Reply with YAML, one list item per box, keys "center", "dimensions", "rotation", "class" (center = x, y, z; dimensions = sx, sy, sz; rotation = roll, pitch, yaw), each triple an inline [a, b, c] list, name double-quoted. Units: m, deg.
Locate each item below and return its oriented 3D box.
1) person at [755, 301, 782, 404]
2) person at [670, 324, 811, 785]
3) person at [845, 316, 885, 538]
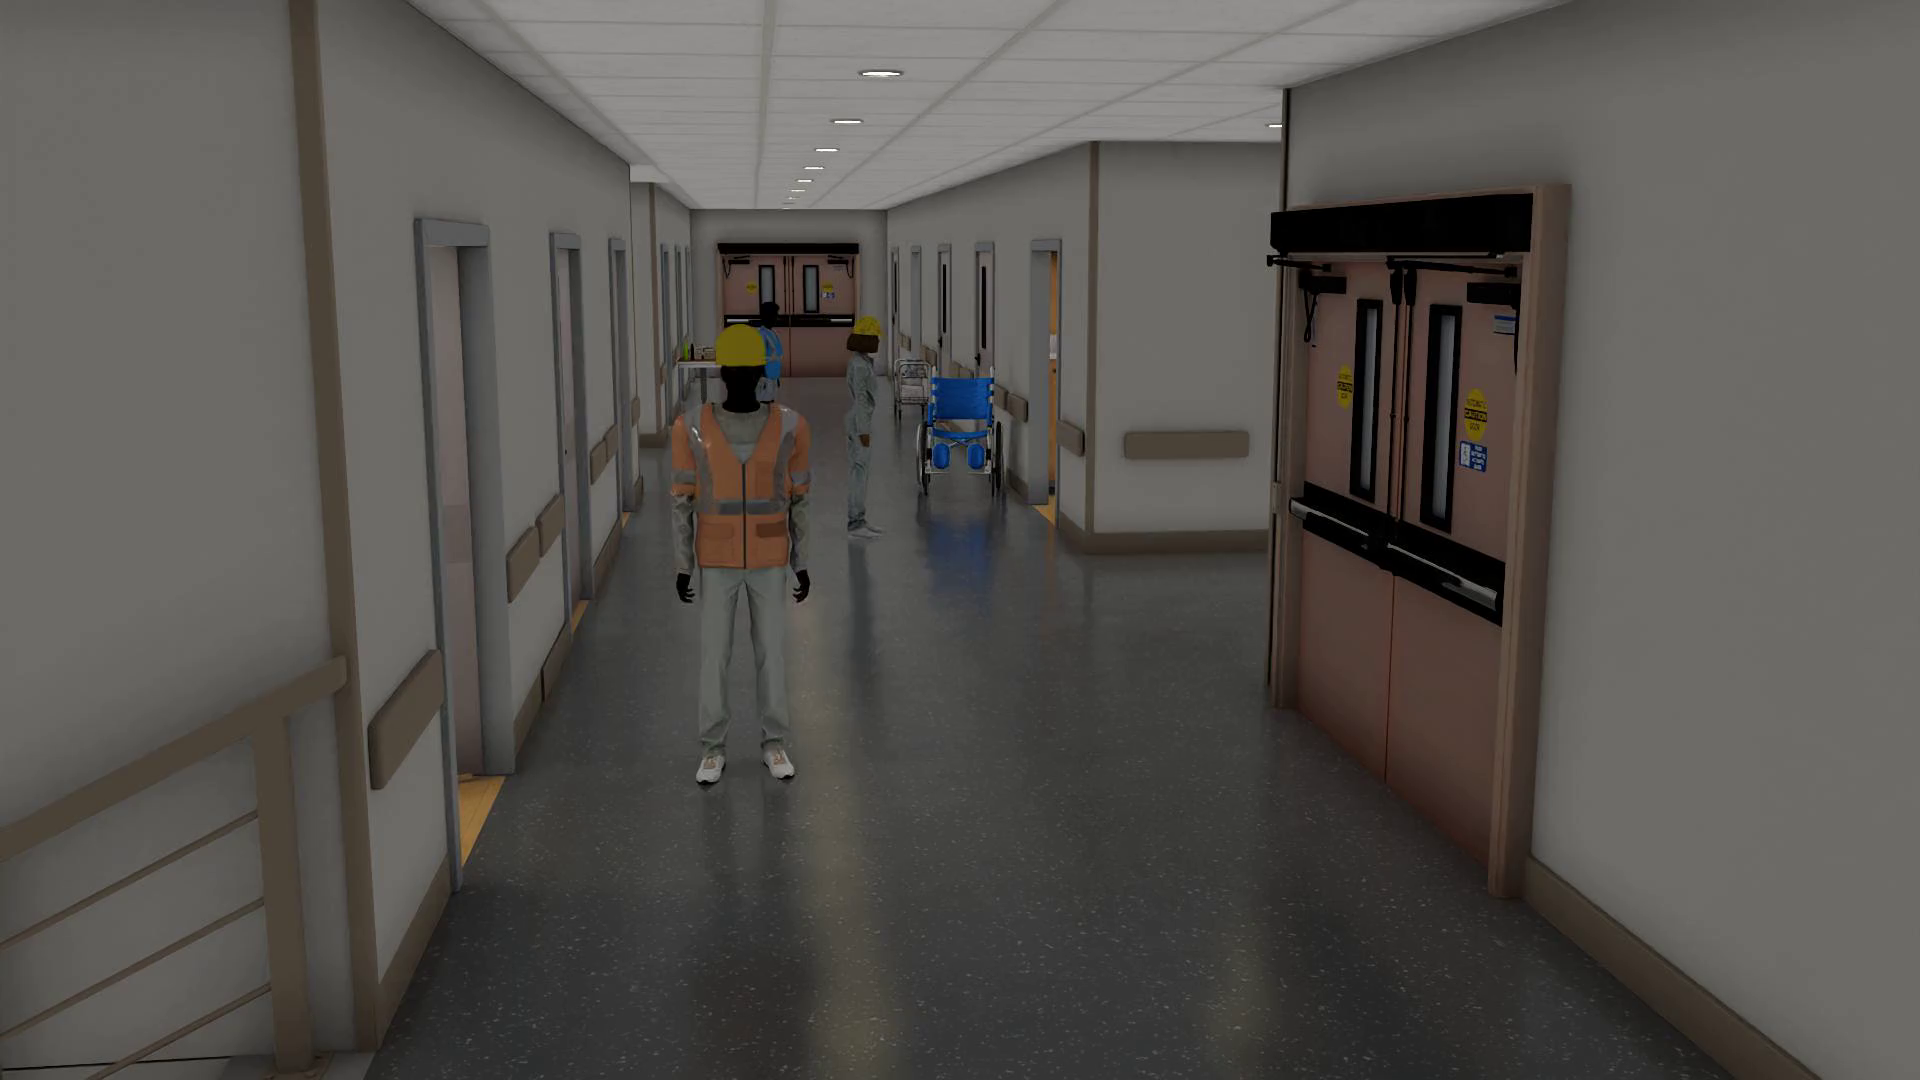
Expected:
- center: [-2.158, -1.828, 18.692]
  dimensions: [0.320, 1.692, 0.531]
  rotation: [2, 10, 11]
  class: "person"
- center: [-0.905, 0.072, 6.987]
  dimensions: [0.604, 1.926, 0.386]
  rotation: [-2, 10, -12]
  class: "person"
- center: [-0.744, -0.882, 13.065]
  dimensions: [0.326, 1.737, 0.486]
  rotation: [0, 10, -2]
  class: "person"
